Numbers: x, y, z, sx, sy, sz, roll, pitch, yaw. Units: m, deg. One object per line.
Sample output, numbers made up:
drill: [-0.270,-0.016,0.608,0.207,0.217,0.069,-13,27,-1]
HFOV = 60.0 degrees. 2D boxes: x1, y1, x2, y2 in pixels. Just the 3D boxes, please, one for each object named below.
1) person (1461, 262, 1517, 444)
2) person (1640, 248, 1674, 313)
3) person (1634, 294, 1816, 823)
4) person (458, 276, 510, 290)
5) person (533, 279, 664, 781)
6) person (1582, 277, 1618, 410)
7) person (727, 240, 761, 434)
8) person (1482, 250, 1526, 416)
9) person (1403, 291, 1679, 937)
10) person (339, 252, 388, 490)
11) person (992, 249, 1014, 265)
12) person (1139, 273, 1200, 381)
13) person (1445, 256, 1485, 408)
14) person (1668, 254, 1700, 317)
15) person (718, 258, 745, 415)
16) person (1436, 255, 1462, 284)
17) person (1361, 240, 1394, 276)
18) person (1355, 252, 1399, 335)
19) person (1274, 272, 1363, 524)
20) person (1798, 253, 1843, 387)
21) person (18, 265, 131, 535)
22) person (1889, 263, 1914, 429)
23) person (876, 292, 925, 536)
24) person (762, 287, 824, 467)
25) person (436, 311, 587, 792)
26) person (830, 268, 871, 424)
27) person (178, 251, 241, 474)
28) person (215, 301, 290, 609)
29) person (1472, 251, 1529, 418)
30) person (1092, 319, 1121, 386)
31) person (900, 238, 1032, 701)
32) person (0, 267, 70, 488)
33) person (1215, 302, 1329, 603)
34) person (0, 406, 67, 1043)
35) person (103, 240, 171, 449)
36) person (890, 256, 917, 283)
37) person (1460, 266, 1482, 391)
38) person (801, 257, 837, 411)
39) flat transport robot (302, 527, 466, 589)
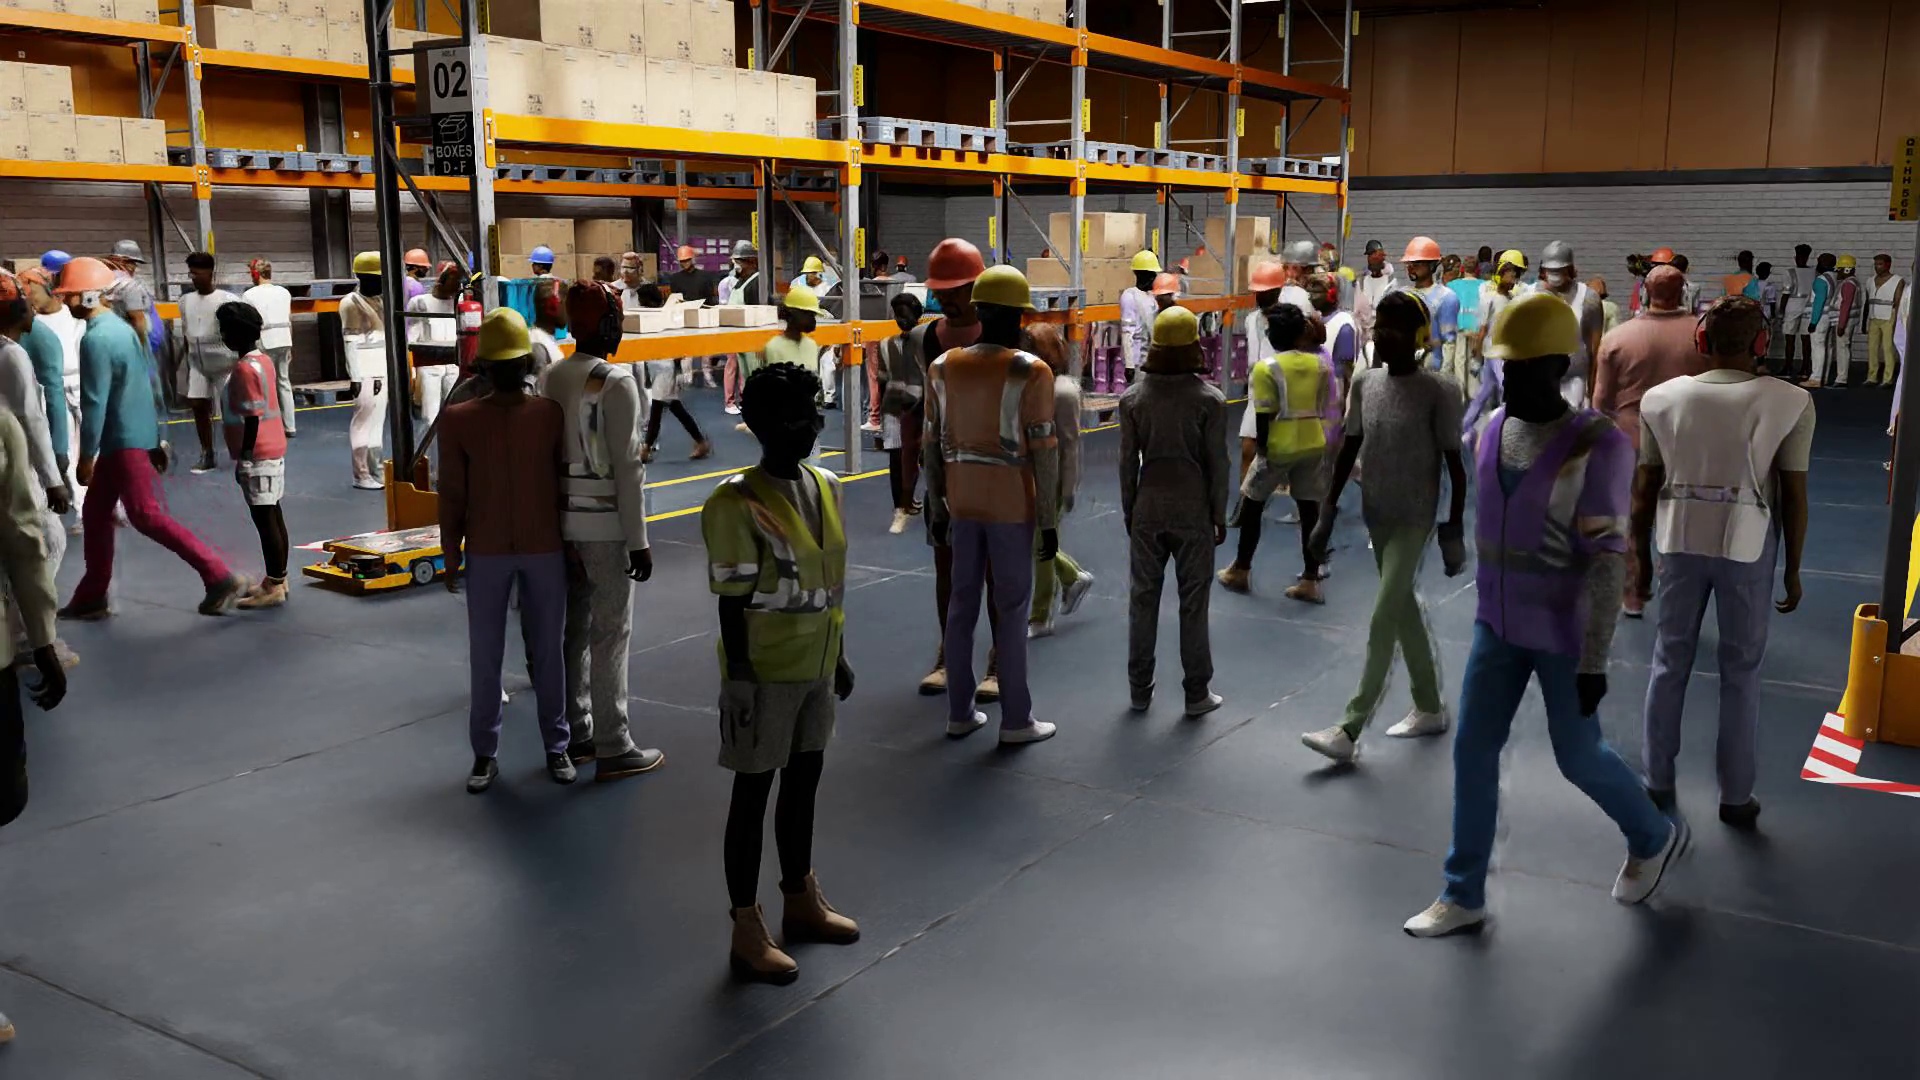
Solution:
person: [5.265,-1.790,16.220,0.958,1.821,0.569,10,14,44]
person: [8.136,-2.435,19.445,0.384,1.929,0.543,3,11,18]
person: [2.635,0.071,5.813,0.560,1.836,0.394,8,13,36]
person: [-5.213,-2.238,18.392,0.642,1.913,0.410,-5,11,-26]
person: [-1.370,-0.036,6.285,0.575,1.880,0.358,10,14,44]
person: [7.029,-2.119,18.554,0.511,1.616,0.519,1,10,6]
person: [-2.219,-2.135,17.458,0.542,2.000,0.690,-4,11,-23]
person: [5.591,-2.004,17.061,0.370,1.924,0.586,-4,11,-19]
person: [1.769,0.220,4.865,0.893,1.892,0.604,-6,12,-29]
person: [-4.801,-1.380,13.593,0.386,1.926,0.591,2,10,11]
person: [0.532,-3.013,22.580,0.391,1.949,0.602,1,10,7]
person: [1.766,-1.398,14.207,0.577,1.743,0.356,8,13,39]
person: [6.152,-2.533,20.277,0.578,1.818,0.677,1,10,3]
person: [8.152,-2.316,18.972,0.516,1.861,0.323,0,10,3]
person: [-2.547,-2.426,19.397,0.374,1.922,0.594,8,13,37]
person: [6.196,-2.713,21.275,0.353,1.833,0.515,1,10,5]
person: [6.462,-3.695,26.103,0.536,2.000,0.676,9,13,40]
person: [5.402,-2.805,21.661,0.579,1.872,0.403,7,12,33]
person: [2.714,-1.011,11.908,0.855,1.809,0.594,-1,10,-7]
person: [11.894,-3.030,22.975,0.625,1.844,0.429,-9,14,-42]
person: [-6.116,-0.959,11.467,0.636,1.853,0.626,-2,10,-11]
person: [10.111,-2.066,17.661,0.353,1.835,0.518,6,12,29]
person: [-0.323,-0.892,11.582,0.532,1.674,0.608,3,11,14]
person: [-1.026,-0.698,10.378,0.511,1.729,0.639,-9,13,-40]
person: [-1.637,0.048,6.124,0.535,1.767,0.315,-3,11,-17]
person: [-1.123,-2.183,18.112,0.600,1.906,0.413,-6,12,-28]
person: [-6.539,-1.582,14.707,0.618,1.938,0.858,2,10,9]
person: [-3.894,-0.468,9.186,0.320,1.692,0.531,-2,11,-14]
person: [5.639,-2.053,17.363,0.587,1.914,0.392,9,14,42]
person: [2.048,-2.977,22.910,0.523,1.760,0.328,-4,11,-22]
person: [0.014,-0.301,7.337,0.613,2.033,0.410,4,11,21]
person: [-5.270,-0.567,9.247,0.671,1.921,0.522,3,11,15]
person: [1.796,-0.502,9.440,0.537,1.666,0.764,-5,11,-26]
person: [-2.709,0.276,4.314,0.779,1.964,0.607,8,13,36]
person: [-7.995,-1.890,16.104,0.675,2.000,0.536,8,13,36]
person: [-0.977,-3.949,28.302,0.562,1.753,0.327,0,10,2]
person: [6.857,-2.880,22.411,0.489,1.743,0.322,-8,13,-38]
person: [-1.706,-2.449,19.819,0.405,1.823,0.594,-9,14,-41]
flat transport robot: [-3.194,0.064,10.182,0.652,0.197,1.431,8,13,38]
